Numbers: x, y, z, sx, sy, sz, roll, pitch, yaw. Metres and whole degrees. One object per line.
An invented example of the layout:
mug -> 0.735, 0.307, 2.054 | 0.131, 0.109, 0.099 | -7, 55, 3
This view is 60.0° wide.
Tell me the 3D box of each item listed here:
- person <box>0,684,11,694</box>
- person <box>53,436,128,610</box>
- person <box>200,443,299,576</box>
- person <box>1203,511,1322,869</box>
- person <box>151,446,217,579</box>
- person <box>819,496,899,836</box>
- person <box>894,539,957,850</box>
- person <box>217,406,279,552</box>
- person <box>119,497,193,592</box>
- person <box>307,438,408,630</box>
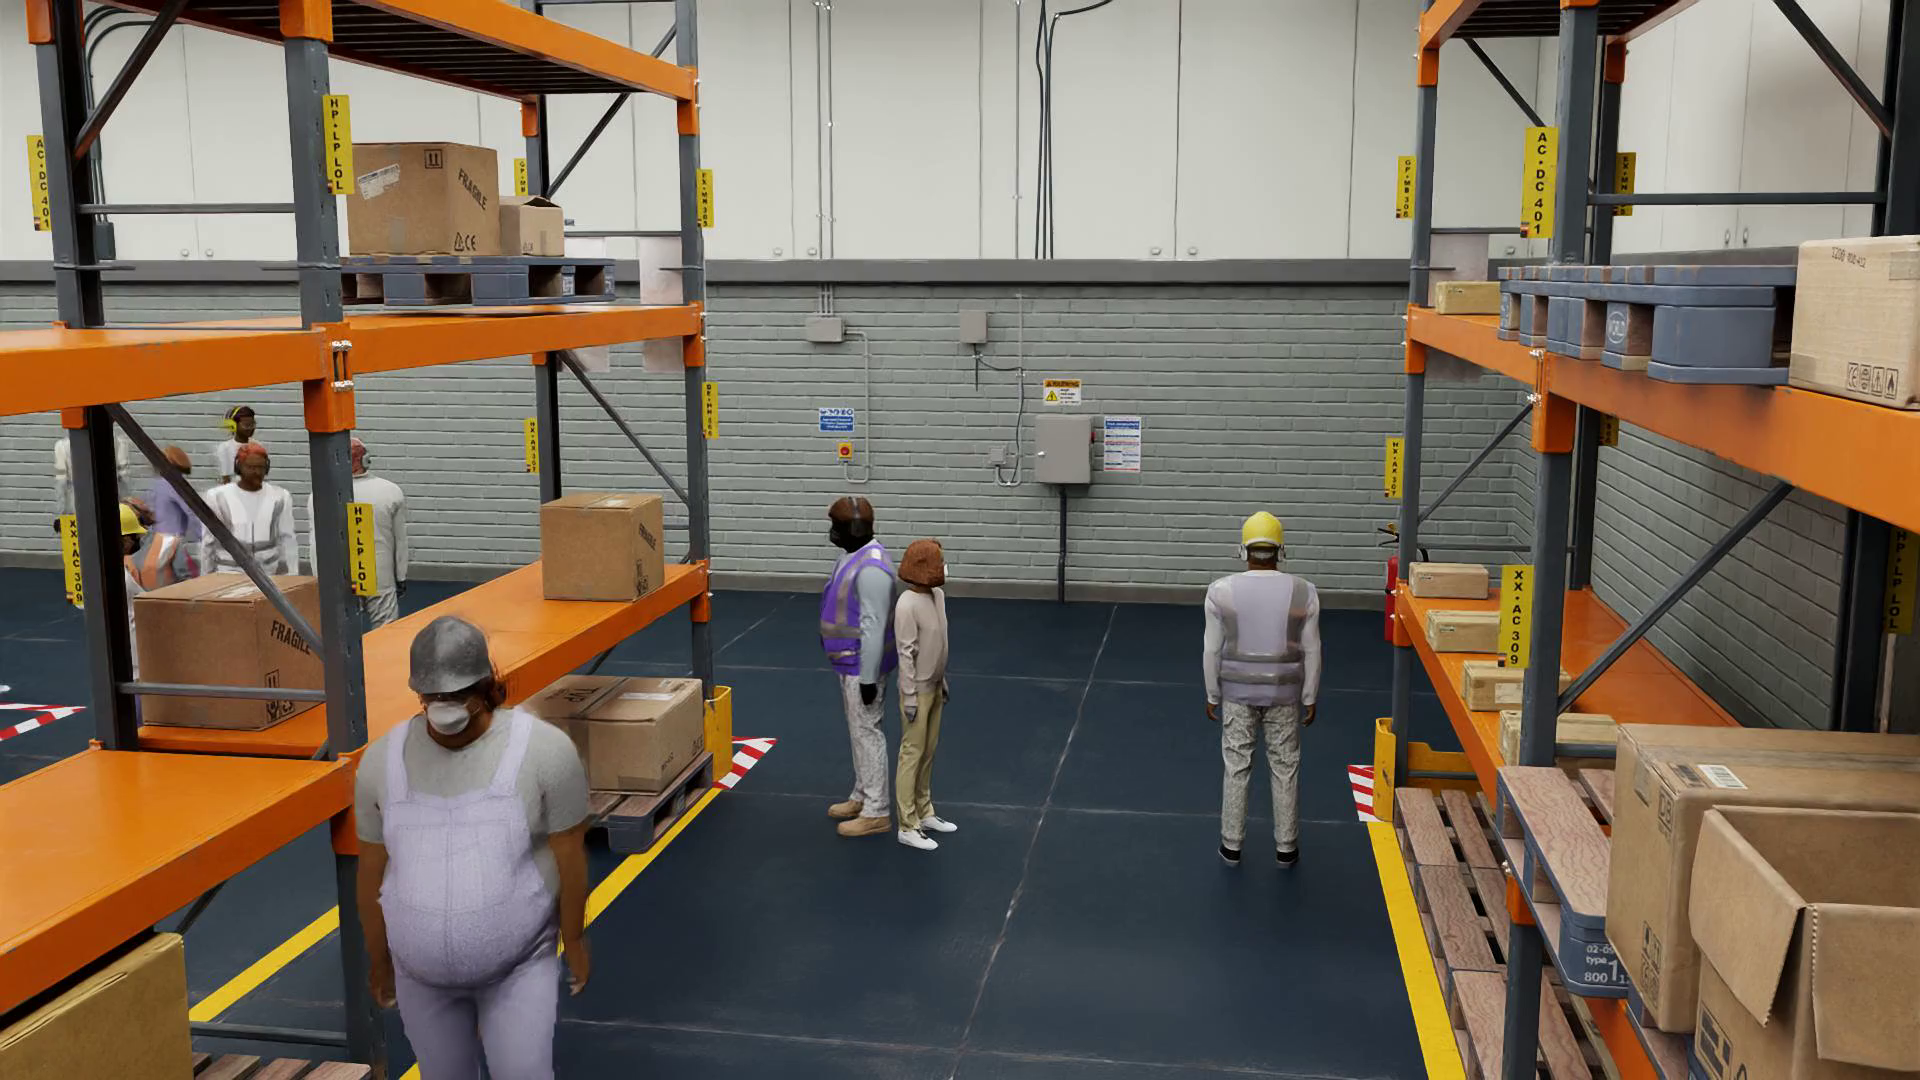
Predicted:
person -> -7.367, 0.233, 11.769 | 0.987, 1.812, 0.535 | -2, 9, -9
person -> -7.777, -0.316, 14.908 | 0.628, 1.911, 0.379 | -9, 13, -44
person -> -4.847, 0.263, 11.437 | 0.608, 1.848, 0.794 | -8, 12, -39
person -> 1.528, 0.763, 8.439 | 0.588, 1.830, 0.404 | 1, 9, 9
person -> -6.490, 0.021, 13.746 | 0.832, 1.585, 0.512 | -8, 12, -39
person -> -0.544, 0.673, 9.003 | 0.430, 1.836, 0.639 | -2, 9, -12
person -> -0.187, 0.800, 8.809 | 0.278, 1.635, 0.506 | 3, 10, 20
person -> -6.249, -0.254, 14.652 | 0.590, 1.847, 0.532 | 5, 10, 27
person -> -5.140, 0.531, 10.555 | 0.553, 1.611, 0.572 | -2, 9, -13
person -> -4.104, 0.252, 11.369 | 0.642, 1.905, 0.399 | -5, 11, -29
